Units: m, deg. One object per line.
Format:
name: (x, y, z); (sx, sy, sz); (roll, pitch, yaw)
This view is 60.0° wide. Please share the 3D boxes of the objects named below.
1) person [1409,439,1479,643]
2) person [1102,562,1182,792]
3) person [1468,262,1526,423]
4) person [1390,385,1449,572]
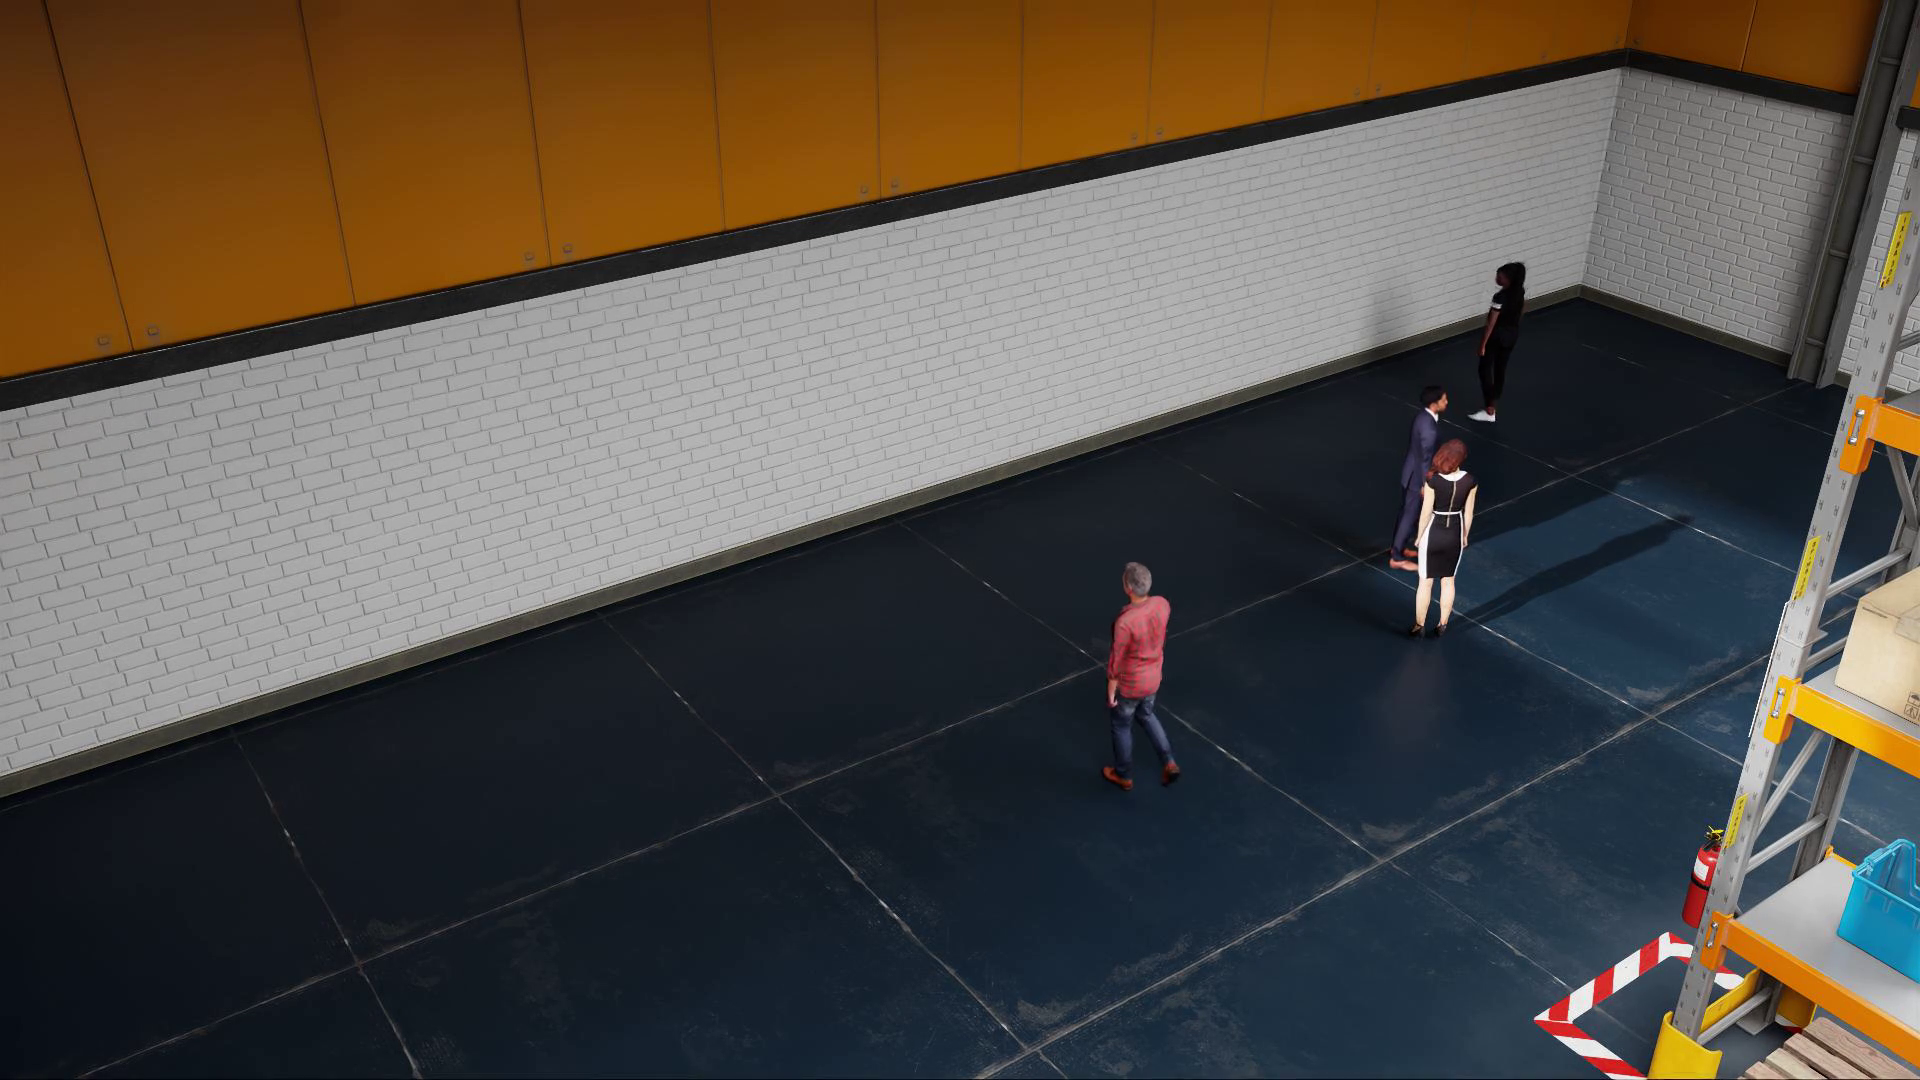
person: (3.877, 0.012, 13.379); (0.646, 1.796, 0.659); (-1, 29, -1)
person: (1.290, 1.005, 11.542); (0.698, 1.812, 0.852); (-20, 34, -32)
person: (5.627, -2.088, 17.291); (0.668, 1.736, 0.575); (-9, 30, -16)
person: (3.979, -0.557, 14.502); (0.751, 1.721, 0.691); (5, 29, 9)
